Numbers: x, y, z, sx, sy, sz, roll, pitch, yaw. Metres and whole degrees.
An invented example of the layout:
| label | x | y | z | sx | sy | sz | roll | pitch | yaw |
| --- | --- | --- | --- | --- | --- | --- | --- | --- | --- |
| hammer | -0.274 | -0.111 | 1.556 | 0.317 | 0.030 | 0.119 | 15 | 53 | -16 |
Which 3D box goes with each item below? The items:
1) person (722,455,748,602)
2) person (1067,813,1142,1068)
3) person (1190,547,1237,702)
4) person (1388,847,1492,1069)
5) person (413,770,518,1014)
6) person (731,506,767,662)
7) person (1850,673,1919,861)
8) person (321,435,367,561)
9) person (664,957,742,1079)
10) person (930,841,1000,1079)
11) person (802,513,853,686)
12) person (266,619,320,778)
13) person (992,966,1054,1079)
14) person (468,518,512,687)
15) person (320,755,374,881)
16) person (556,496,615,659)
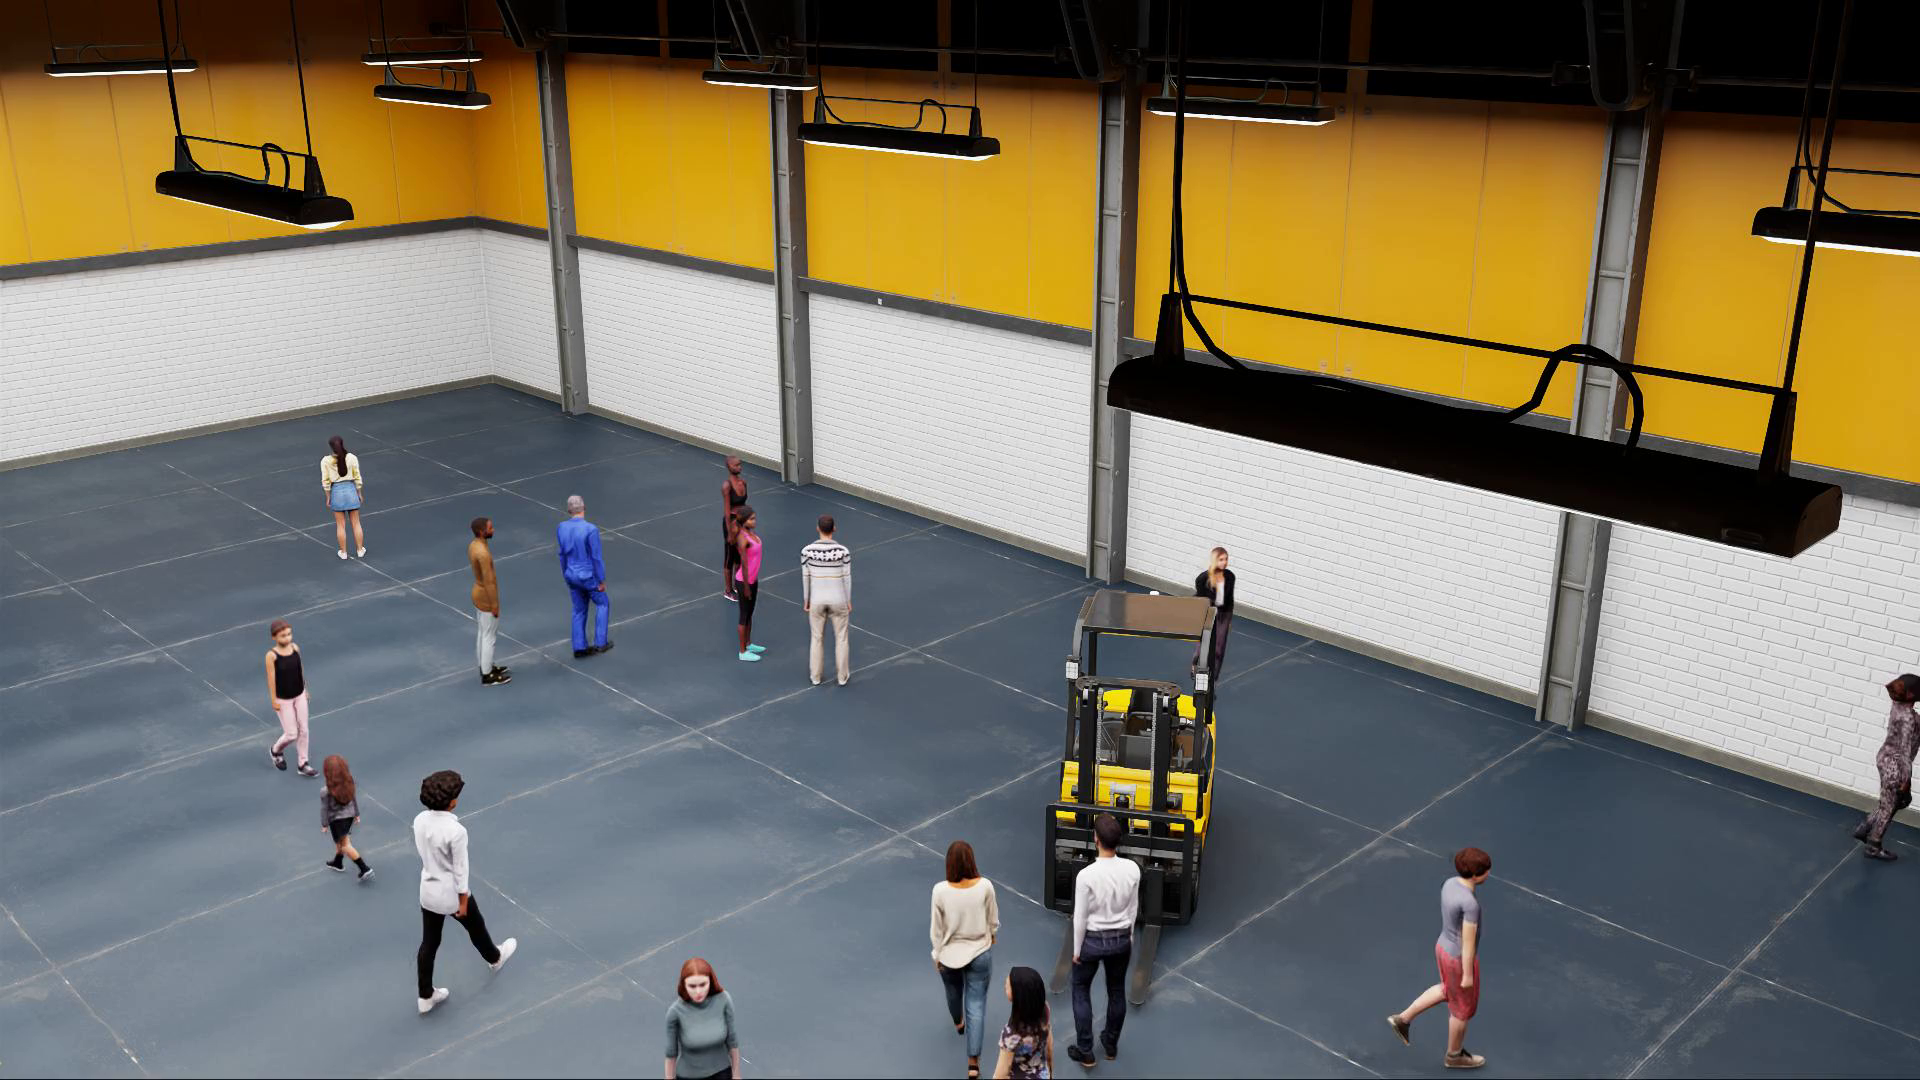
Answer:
| label | x | y | z | sx | sy | sz | roll | pitch | yaw |
| --- | --- | --- | --- | --- | --- | --- | --- | --- | --- |
| person | -2.704 | -0.167 | 19.968 | 0.619 | 1.757 | 0.636 | 11 | 21 | 28 |
| person | 0.998 | 2.723 | 11.213 | 0.759 | 1.867 | 0.800 | -4 | 19 | -13 |
| person | 2.567 | 0.837 | 17.142 | 0.782 | 1.658 | 0.859 | -5 | 19 | -14 |
| person | 3.278 | 2.833 | 11.252 | 0.971 | 1.633 | 0.913 | 0 | 19 | 0 |
| person | -3.752 | 2.547 | 11.909 | 1.134 | 1.757 | 0.958 | 8 | 20 | 24 |
| person | -2.331 | 0.454 | 18.174 | 0.701 | 1.725 | 0.658 | 3 | 19 | 8 |
| person | 7.731 | 1.895 | 13.918 | 0.767 | 1.710 | 0.713 | 6 | 20 | 18 |
| person | -7.907 | -0.563 | 21.341 | 0.709 | 1.631 | 0.681 | -9 | 20 | -24 |
| person | -1.546 | 3.215 | 9.980 | 0.861 | 1.721 | 0.989 | -5 | 19 | -15 |
| person | 0.044 | 2.851 | 11.193 | 1.079 | 1.637 | 1.143 | 0 | 19 | -1 |
| person | -1.379 | 0.631 | 17.451 | 0.731 | 1.850 | 0.807 | 1 | 19 | 4 |
| person | -6.265 | 1.457 | 15.461 | 0.789 | 1.554 | 0.606 | 11 | 22 | 30 |
| person | 0.437 | 3.301 | 9.743 | 1.024 | 1.709 | 0.766 | 12 | 22 | 31 |
| person | -5.004 | 0.631 | 17.505 | 0.743 | 1.815 | 0.591 | -10 | 21 | -26 |
| person | -5.073 | 2.297 | 13.697 | 0.842 | 1.088 | 0.620 | 9 | 21 | 25 |
| person | -4.158 | 0.442 | 18.104 | 0.784 | 1.792 | 0.941 | 9 | 21 | 26 |
